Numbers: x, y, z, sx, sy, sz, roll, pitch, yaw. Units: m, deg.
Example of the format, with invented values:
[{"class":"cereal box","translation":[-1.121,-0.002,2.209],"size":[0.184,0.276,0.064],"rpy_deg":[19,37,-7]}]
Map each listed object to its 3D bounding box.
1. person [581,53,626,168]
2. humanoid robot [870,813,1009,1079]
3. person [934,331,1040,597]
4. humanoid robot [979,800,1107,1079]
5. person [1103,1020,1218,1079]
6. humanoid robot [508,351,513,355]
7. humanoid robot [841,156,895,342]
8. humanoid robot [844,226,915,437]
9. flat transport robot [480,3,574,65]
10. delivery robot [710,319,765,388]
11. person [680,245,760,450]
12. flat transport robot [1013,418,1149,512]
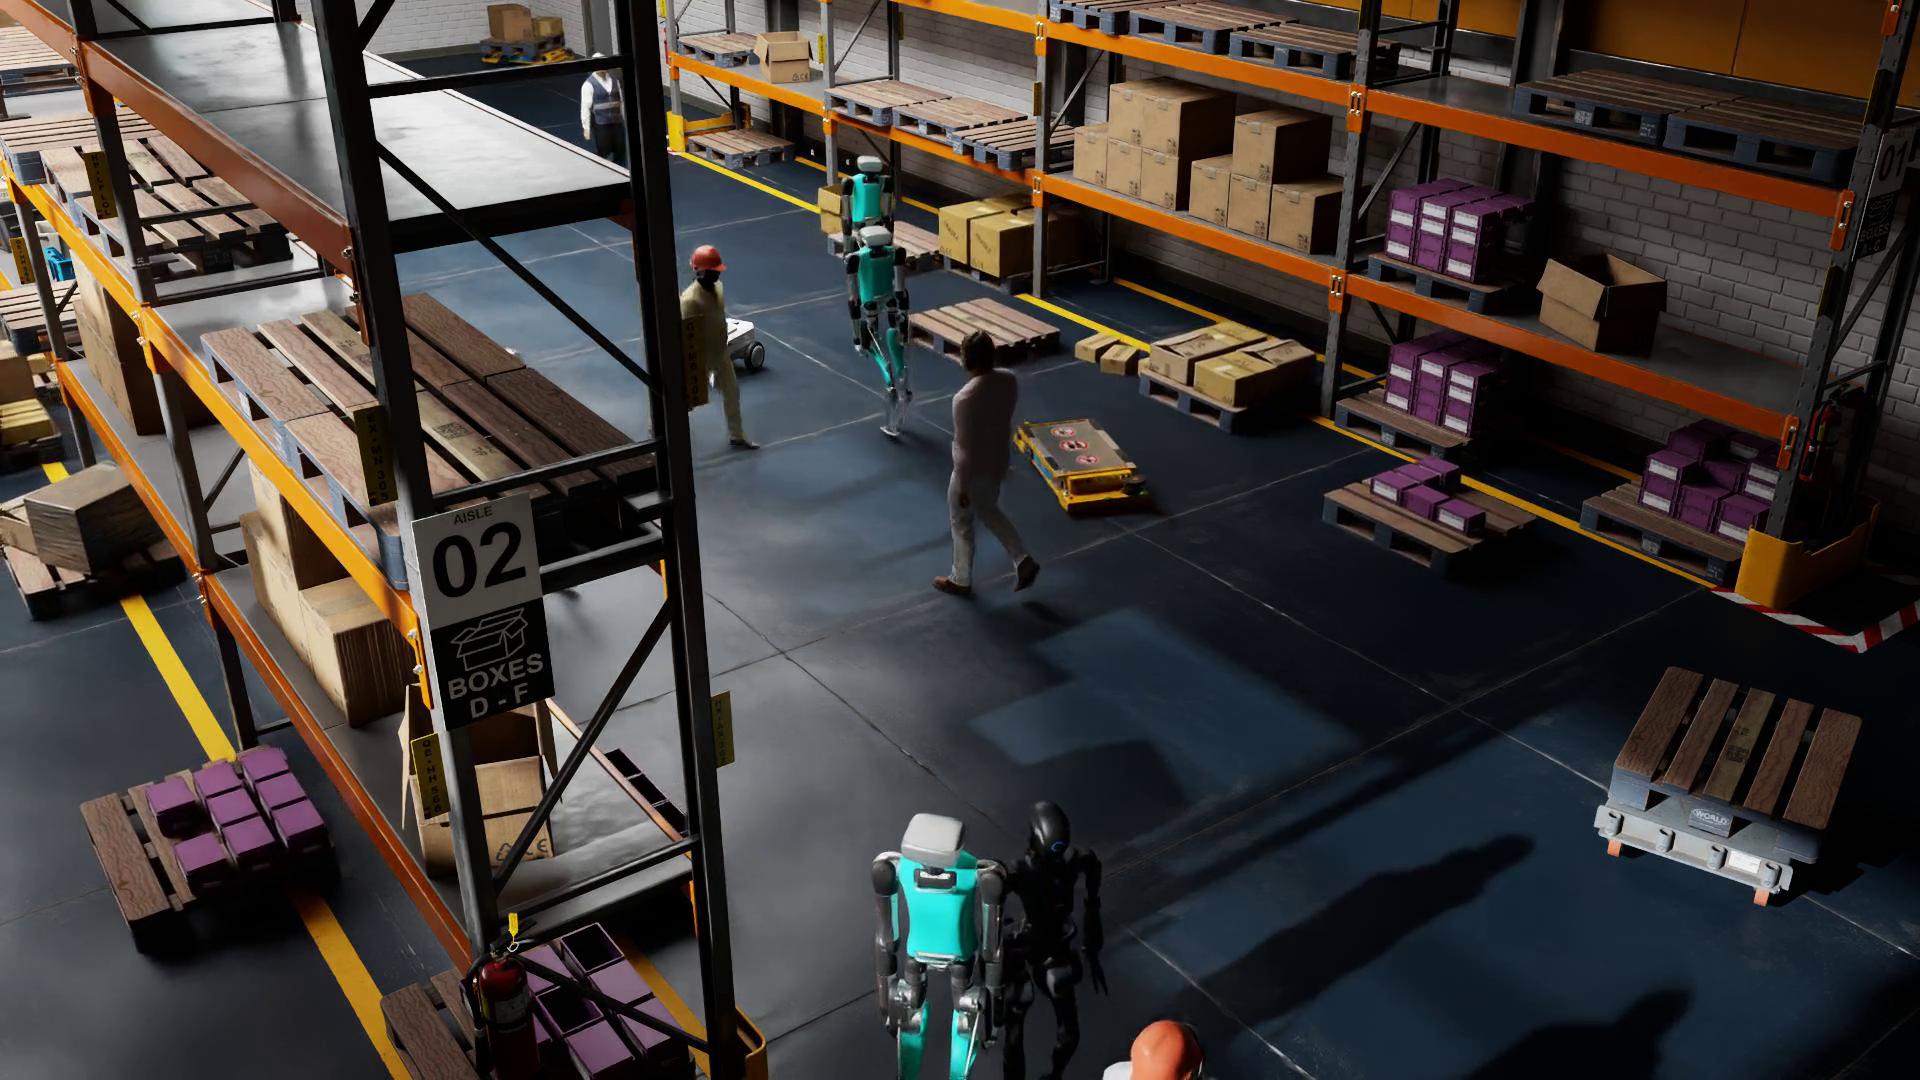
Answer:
[{"class":"person","translation":[-4.355,-5.120,20.532],"size":[0.763,1.749,0.445],"rpy_deg":[-24,35,-39]},{"class":"humanoid robot","translation":[-0.106,1.982,6.485],"size":[0.543,1.866,0.668],"rpy_deg":[4,27,9]},{"class":"person","translation":[0.185,-0.464,11.078],"size":[0.676,1.920,0.656],"rpy_deg":[19,32,33]},{"class":"humanoid robot","translation":[0.328,1.766,6.901],"size":[0.596,1.646,0.321],"rpy_deg":[-13,29,-24]},{"class":"person","translation":[0.755,2.333,5.745],"size":[0.645,1.694,0.774],"rpy_deg":[7,27,13]},{"class":"humanoid robot","translation":[-2.813,-0.378,11.156],"size":[0.787,1.798,0.542],"rpy_deg":[12,29,22]},{"class":"humanoid robot","translation":[-0.777,-2.685,15.715],"size":[0.574,1.772,0.911],"rpy_deg":[-13,30,-24]},{"class":"humanoid robot","translation":[-0.563,-1.602,13.613],"size":[0.535,1.842,0.766],"rpy_deg":[-14,30,-25]},{"class":"flat transport robot","translation":[-7.394,-8.304,28.504],"size":[1.431,0.231,0.659],"rpy_deg":[7,27,13]},{"class":"delivery robot","translation":[-2.175,-1.756,15.155],"size":[0.499,0.589,0.782],"rpy_deg":[13,29,24]},{"class":"person","translation":[-2.078,-1.562,13.473],"size":[0.795,1.718,0.573],"rpy_deg":[12,29,22]},{"class":"flat transport robot","translation":[0.941,-0.624,13.229],"size":[0.659,0.231,1.431],"rpy_deg":[-7,28,-14]}]
